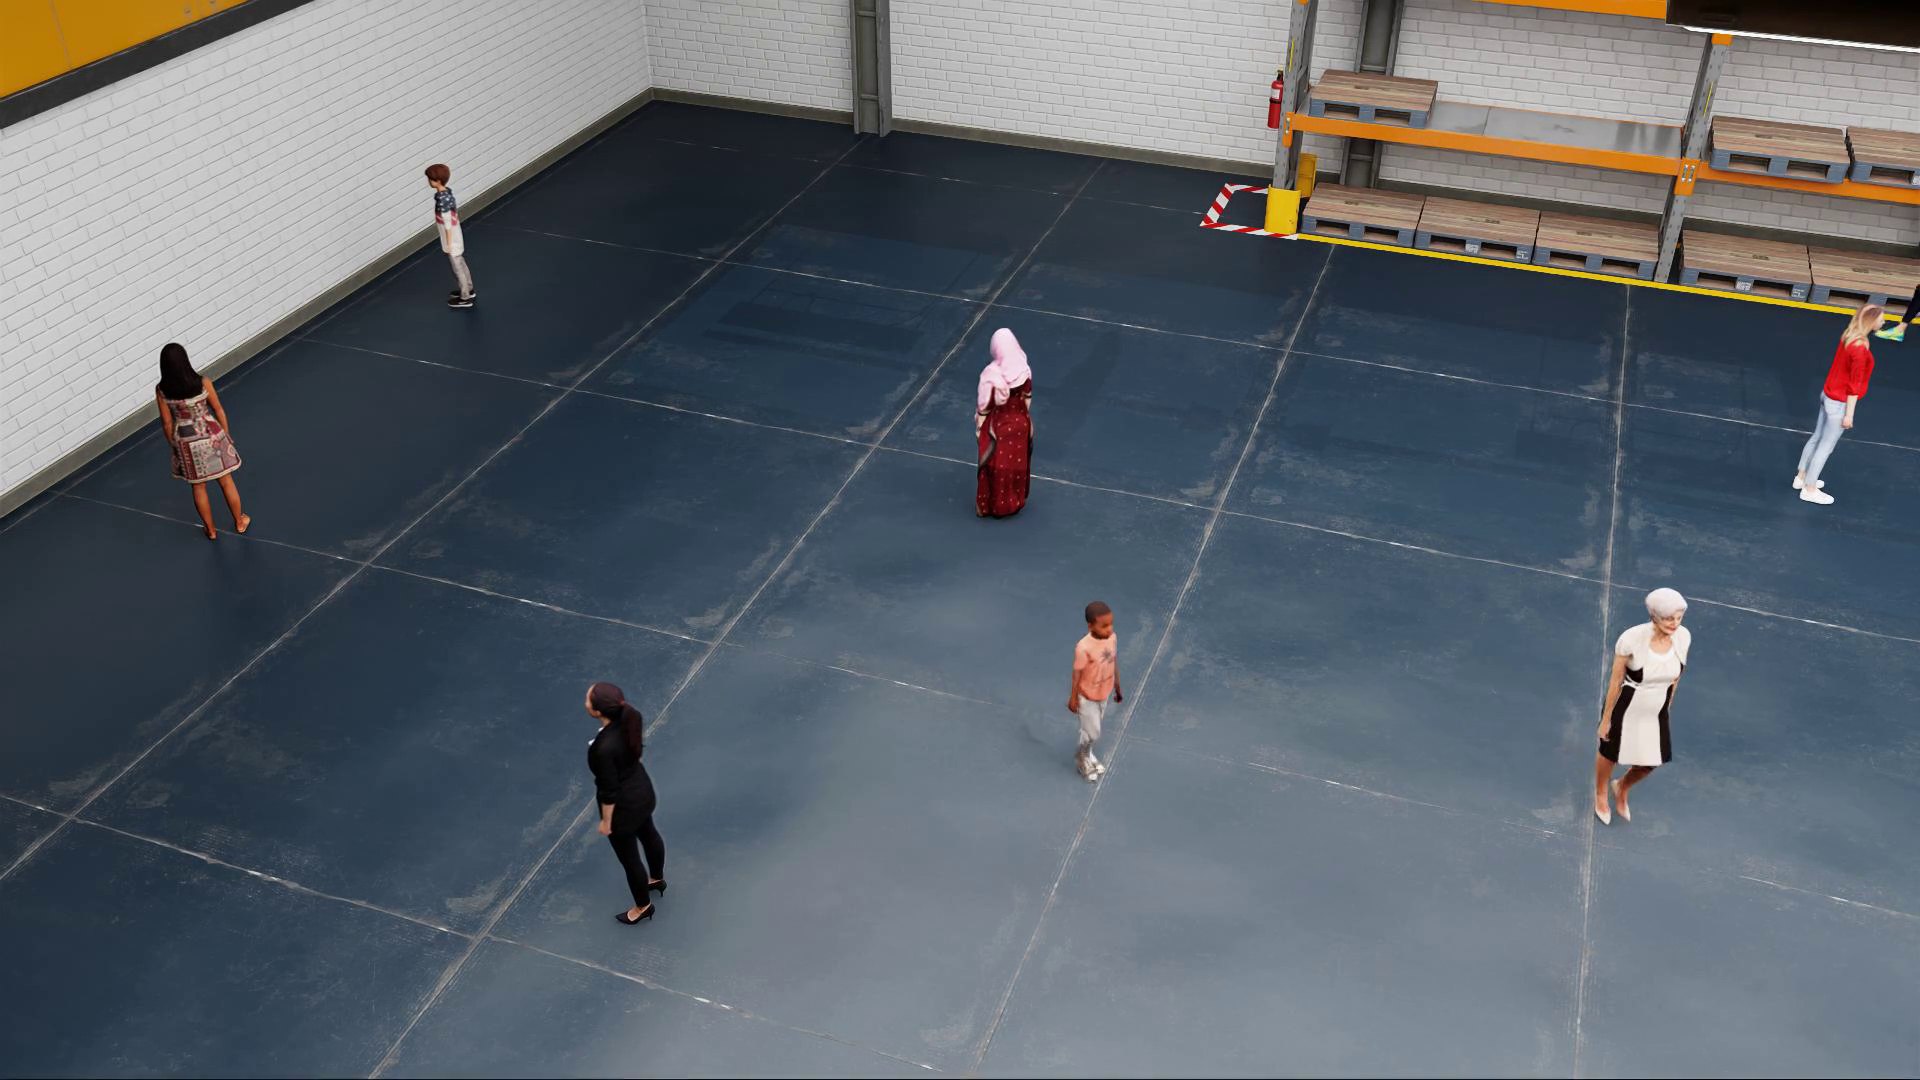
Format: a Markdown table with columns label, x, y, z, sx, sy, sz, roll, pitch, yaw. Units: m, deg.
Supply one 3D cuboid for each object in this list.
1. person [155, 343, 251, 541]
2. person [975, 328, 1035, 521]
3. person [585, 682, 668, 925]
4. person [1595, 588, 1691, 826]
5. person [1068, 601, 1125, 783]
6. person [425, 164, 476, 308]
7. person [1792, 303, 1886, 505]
| label | x | y | z | sx | sy | sz | roll | pitch | yaw |
| --- | --- | --- | --- | --- | --- | --- | --- | --- | --- |
| person | -5.838 | -0.762 | 12.746 | 0.705 | 1.645 | 0.769 | -14 | 36 | -20 |
| person | 0.349 | -0.903 | 12.971 | 0.759 | 1.631 | 0.818 | -15 | 36 | -21 |
| person | -1.877 | 1.477 | 9.364 | 0.553 | 1.660 | 0.609 | 9 | 35 | 13 |
| person | 4.043 | 0.971 | 10.051 | 0.716 | 1.741 | 0.806 | -1 | 34 | -2 |
| person | 0.800 | 0.912 | 10.536 | 0.593 | 1.302 | 0.627 | -23 | 40 | -31 |
| person | -4.980 | -2.993 | 16.290 | 0.610 | 1.438 | 0.582 | -6 | 34 | -9 |
| person | 6.967 | -1.098 | 13.198 | 0.574 | 1.705 | 0.653 | 5 | 34 | 7 |
